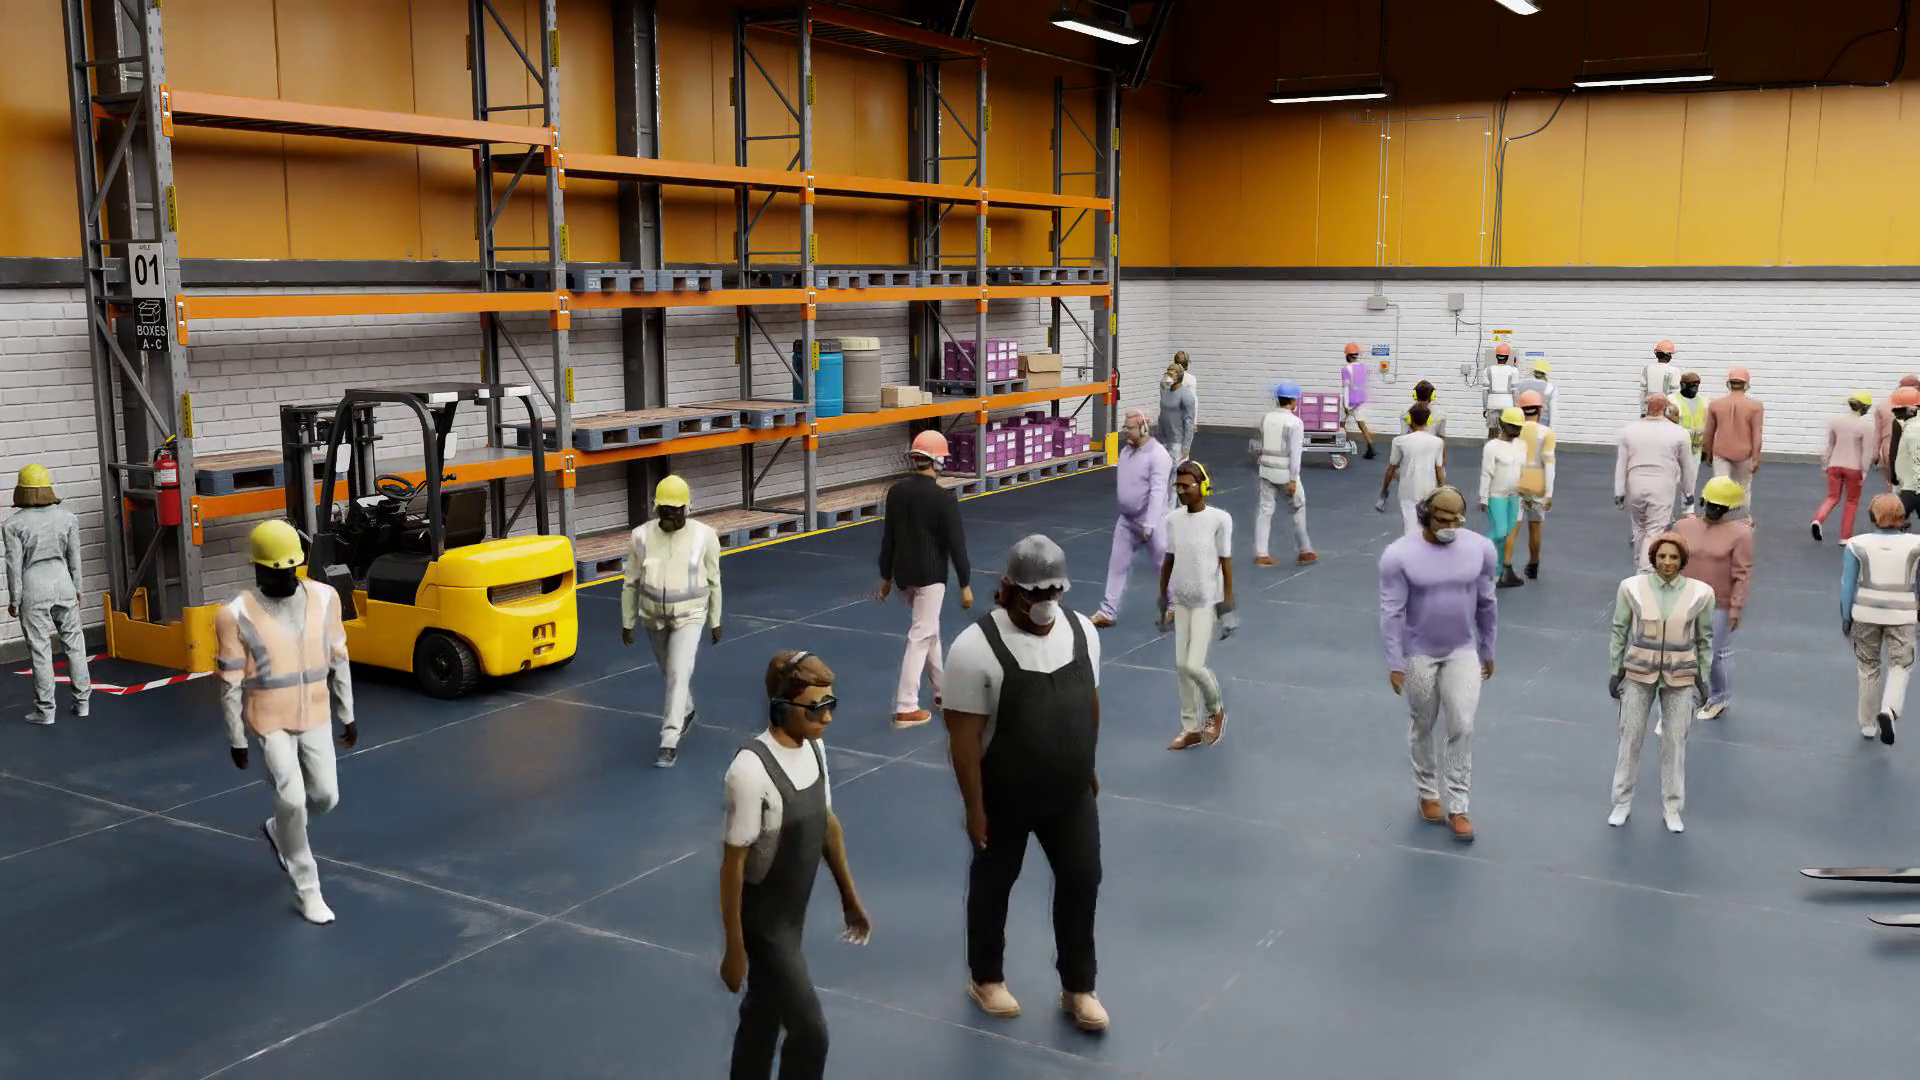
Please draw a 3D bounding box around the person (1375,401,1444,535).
[{"bbox_3d":[4.225,-0.382,15.596,0.544,1.810,0.985,-2,9,-11],"label":"person"}]

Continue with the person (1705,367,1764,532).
[{"bbox_3d":[8.816,-0.989,18.939,0.627,1.942,0.917,7,11,37],"label":"person"}]

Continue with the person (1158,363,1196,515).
[{"bbox_3d":[2.574,-1.159,20.028,0.365,1.939,0.636,-5,10,-26],"label":"person"}]

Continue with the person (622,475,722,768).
[{"bbox_3d":[-1.810,0.458,10.470,0.606,1.776,0.975,1,9,7],"label":"person"}]

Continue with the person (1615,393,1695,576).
[{"bbox_3d":[6.687,-0.471,15.972,0.652,1.864,0.946,8,12,40],"label":"person"}]

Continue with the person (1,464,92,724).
[{"bbox_3d":[-6.146,0.359,11.158,0.315,1.743,0.487,7,11,37],"label":"person"}]

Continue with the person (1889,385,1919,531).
[{"bbox_3d":[10.480,-0.791,18.163,0.622,1.815,0.891,3,9,16],"label":"person"}]

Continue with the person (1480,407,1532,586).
[{"bbox_3d":[5.238,-0.413,15.994,0.524,1.742,0.381,-5,10,-29],"label":"person"}]

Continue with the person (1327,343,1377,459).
[{"bbox_3d":[6.435,-2.262,27.075,0.547,1.898,0.981,-4,10,-26],"label":"person"}]

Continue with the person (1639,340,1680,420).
[{"bbox_3d":[10.261,-1.905,24.356,0.374,2.042,0.615,-6,11,-35],"label":"person"}]

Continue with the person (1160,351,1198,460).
[{"bbox_3d":[3.058,-1.657,23.136,0.370,1.939,0.631,-8,12,-41],"label":"person"}]

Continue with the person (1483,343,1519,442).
[{"bbox_3d":[8.333,-2.054,25.645,0.543,1.928,0.374,5,10,27],"label":"person"}]

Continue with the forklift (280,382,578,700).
[{"bbox_3d":[-3.974,-0.067,12.417,2.313,2.155,1.214,5,11,30],"label":"forklift"}]

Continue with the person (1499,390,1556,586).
[{"bbox_3d":[5.484,-0.501,16.128,0.548,1.892,0.928,6,11,33],"label":"person"}]

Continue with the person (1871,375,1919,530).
[{"bbox_3d":[10.890,-0.976,19.168,1.019,1.853,0.655,-7,12,-39],"label":"person"}]

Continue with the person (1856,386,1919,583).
[{"bbox_3d":[9.229,-0.516,16.070,0.937,1.939,0.665,6,11,34],"label":"person"}]

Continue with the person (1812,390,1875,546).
[{"bbox_3d":[9.724,-0.782,18.295,0.596,1.735,0.553,-5,10,-30],"label":"person"}]

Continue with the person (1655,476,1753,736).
[{"bbox_3d":[4.911,0.408,10.987,0.584,1.714,0.841,8,12,41],"label":"person"}]

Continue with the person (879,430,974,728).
[{"bbox_3d":[-0.143,0.242,11.185,0.909,1.958,0.659,-9,13,-44],"label":"person"}]

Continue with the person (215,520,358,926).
[{"bbox_3d":[-3.176,0.820,7.799,0.673,1.897,0.603,8,12,41],"label":"person"}]

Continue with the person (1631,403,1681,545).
[{"bbox_3d":[7.738,-0.729,18.438,0.876,1.583,0.542,-9,13,-44],"label":"person"}]

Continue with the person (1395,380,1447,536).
[{"bbox_3d":[4.987,-0.797,17.998,0.538,1.866,0.313,1,9,8],"label":"person"}]

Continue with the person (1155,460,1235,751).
[{"bbox_3d":[1.449,0.423,10.434,0.390,1.845,0.541,-9,13,-44],"label":"person"}]

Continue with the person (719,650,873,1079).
[{"bbox_3d":[-0.528,1.243,5.404,0.667,1.813,0.550,3,9,16],"label":"person"}]

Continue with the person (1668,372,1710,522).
[{"bbox_3d":[8.754,-1.111,20.099,0.636,1.831,0.432,-1,9,-9],"label":"person"}]

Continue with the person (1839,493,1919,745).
[{"bbox_3d":[5.873,0.513,10.572,0.526,1.616,0.549,5,10,30],"label":"person"}]

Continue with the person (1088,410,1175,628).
[{"bbox_3d":[1.530,-0.174,14.145,0.991,1.858,0.650,-6,11,-35],"label":"person"}]

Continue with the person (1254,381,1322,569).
[{"bbox_3d":[3.368,-0.675,17.065,0.900,1.906,0.617,-7,11,-37],"label":"person"}]

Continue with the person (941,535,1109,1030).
[{"bbox_3d":[0.306,0.946,6.571,0.753,2.000,0.775,-5,10,-26],"label":"person"}]

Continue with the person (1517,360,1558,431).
[{"bbox_3d":[8.194,-1.654,23.590,0.604,1.781,0.928,7,11,37],"label":"person"}]

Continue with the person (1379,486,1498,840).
[{"bbox_3d":[2.565,0.648,8.887,0.651,1.891,0.760,1,9,4],"label":"person"}]

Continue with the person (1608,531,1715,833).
[{"bbox_3d":[3.778,0.760,8.989,0.522,1.636,0.310,4,10,21],"label":"person"}]
